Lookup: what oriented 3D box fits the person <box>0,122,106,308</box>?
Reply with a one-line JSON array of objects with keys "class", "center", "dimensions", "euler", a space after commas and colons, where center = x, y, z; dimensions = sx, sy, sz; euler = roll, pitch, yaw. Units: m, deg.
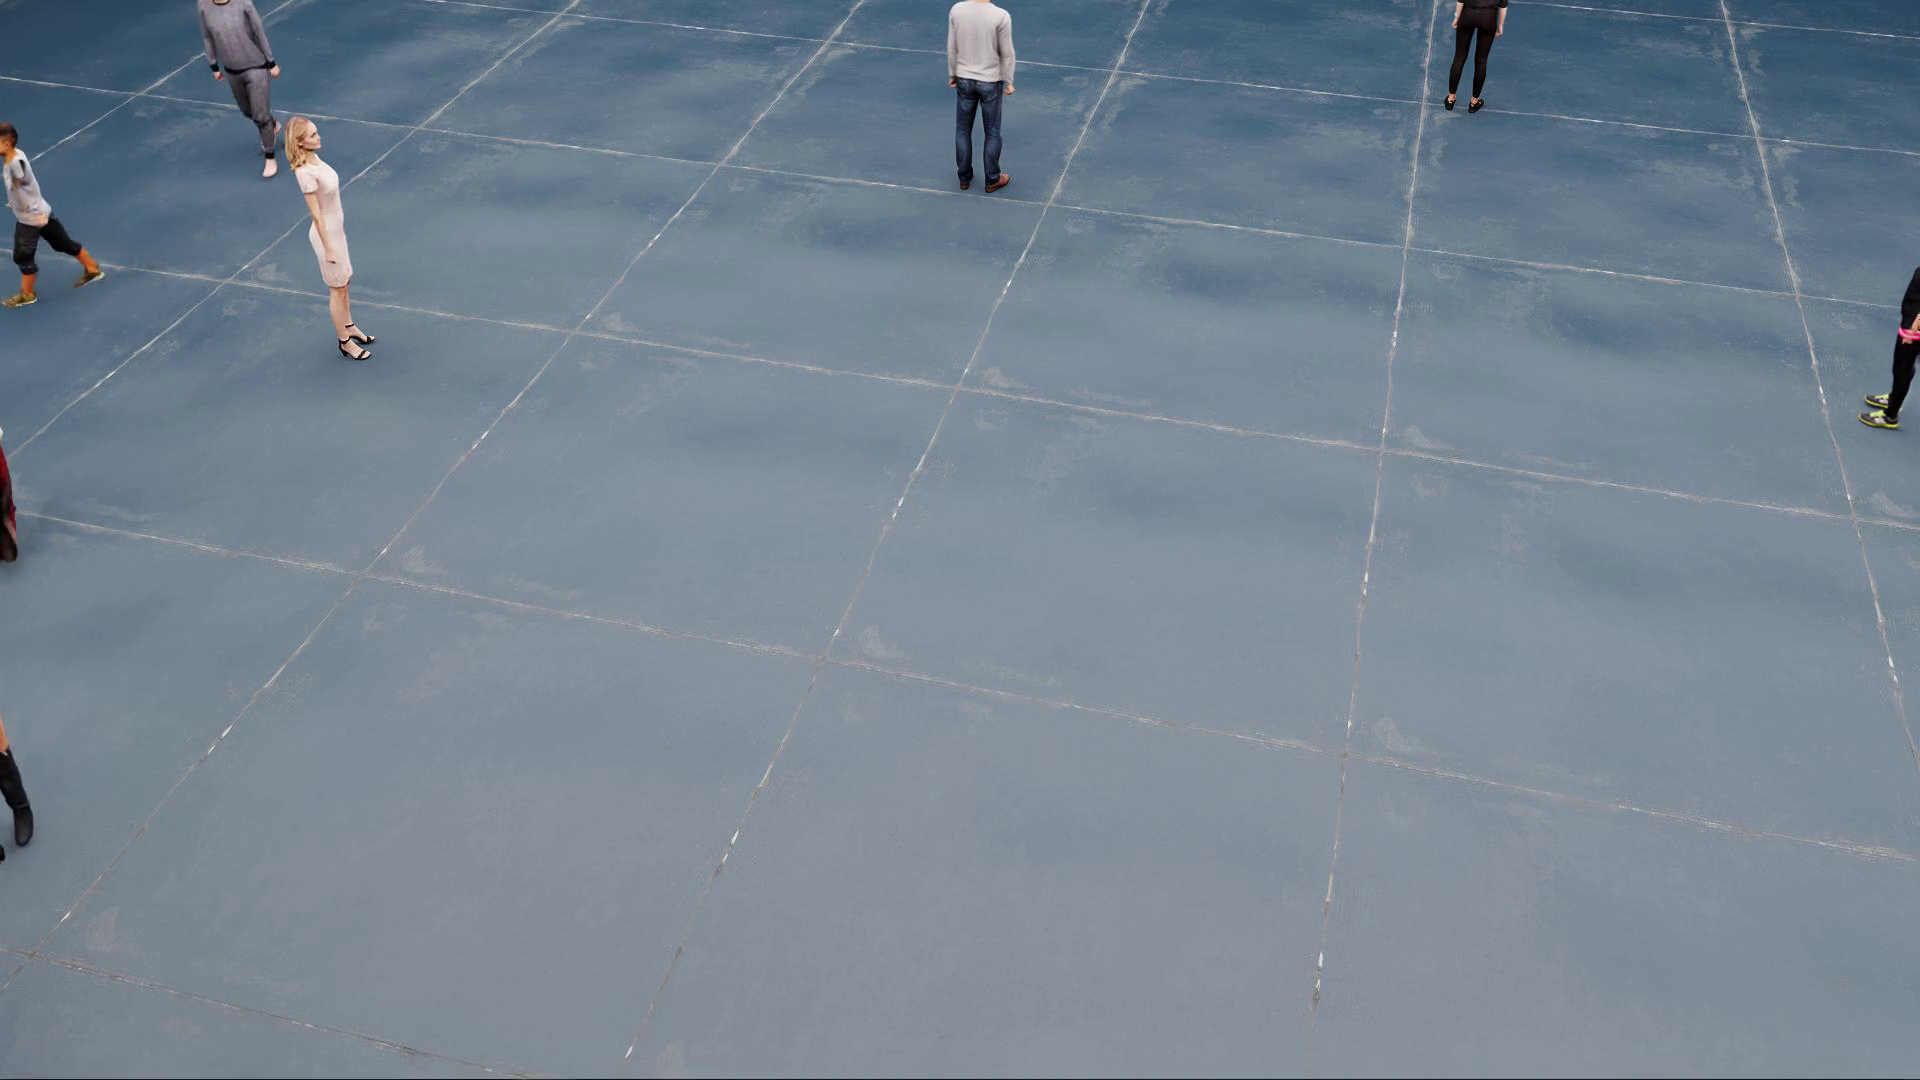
[{"class": "person", "center": [-7.015, -2.556, 12.671], "dimensions": [1.063, 1.420, 0.962], "euler": [-24, 44, -28]}]

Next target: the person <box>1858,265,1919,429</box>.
[{"class": "person", "center": [6.480, -1.489, 11.201], "dimensions": [0.647, 1.551, 0.521], "euler": [20, 42, 24]}]

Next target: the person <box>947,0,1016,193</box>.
[{"class": "person", "center": [0.167, -3.850, 13.928], "dimensions": [0.755, 1.909, 0.641], "euler": [13, 40, 16]}]

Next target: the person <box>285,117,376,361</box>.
[{"class": "person", "center": [-4.488, -2.142, 11.810], "dimensions": [0.702, 1.830, 0.563], "euler": [-5, 38, -6]}]

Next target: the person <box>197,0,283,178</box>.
[{"class": "person", "center": [-6.123, -4.098, 14.330], "dimensions": [0.823, 1.805, 1.047], "euler": [3, 38, 4]}]

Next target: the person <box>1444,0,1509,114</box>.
[{"class": "person", "center": [4.765, -4.794, 15.295], "dimensions": [0.626, 1.712, 0.546], "euler": [13, 40, 16]}]
